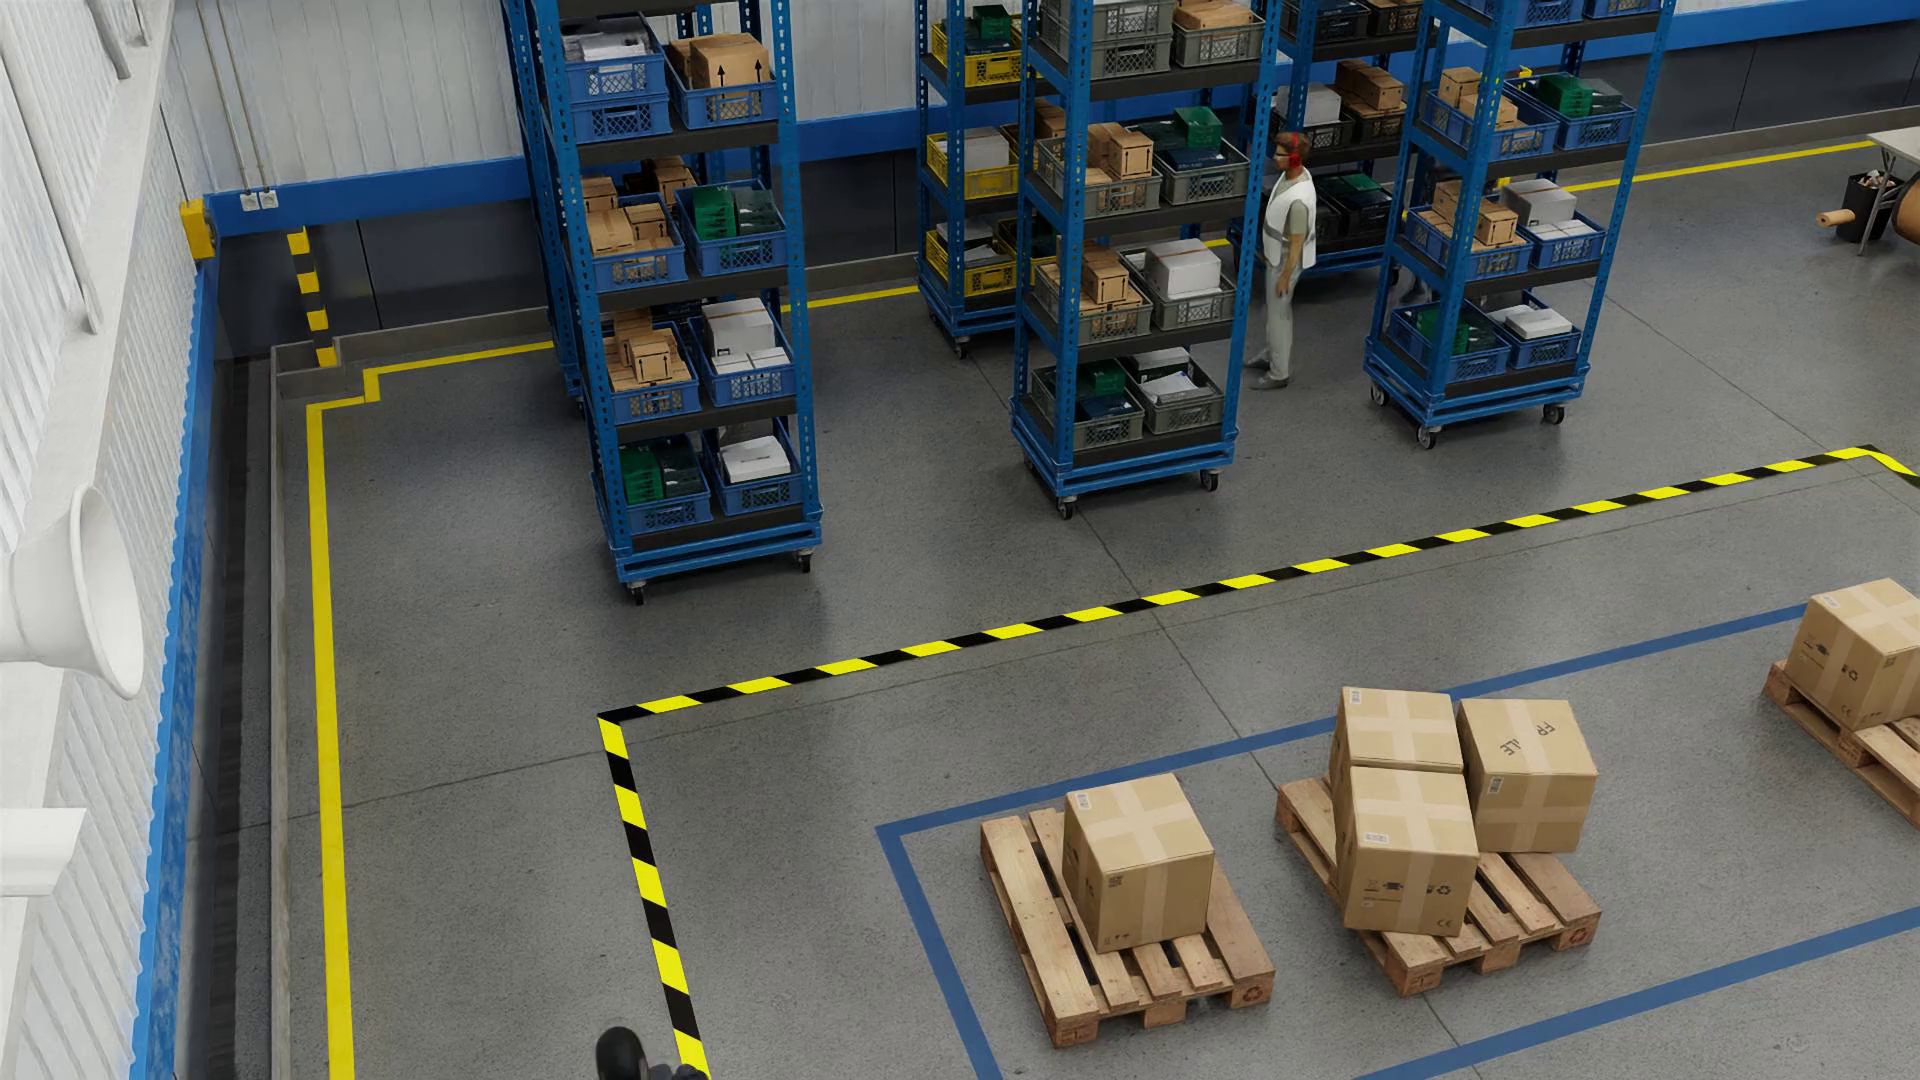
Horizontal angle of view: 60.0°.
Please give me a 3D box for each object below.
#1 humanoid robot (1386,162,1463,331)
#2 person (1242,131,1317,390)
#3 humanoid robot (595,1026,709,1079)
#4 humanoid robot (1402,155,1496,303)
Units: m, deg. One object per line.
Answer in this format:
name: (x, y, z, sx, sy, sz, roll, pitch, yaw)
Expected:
humanoid robot: (3.389, -2.114, 11.844, 0.503, 1.648, 0.601, 0, 35, 0)
person: (2.230, -1.913, 11.401, 0.386, 1.844, 0.568, 1, 35, 1)
humanoid robot: (-1.038, 2.230, 5.718, 0.609, 1.623, 0.796, -17, 39, -23)
humanoid robot: (3.691, -2.496, 12.369, 0.597, 1.656, 0.334, 28, 44, 34)
